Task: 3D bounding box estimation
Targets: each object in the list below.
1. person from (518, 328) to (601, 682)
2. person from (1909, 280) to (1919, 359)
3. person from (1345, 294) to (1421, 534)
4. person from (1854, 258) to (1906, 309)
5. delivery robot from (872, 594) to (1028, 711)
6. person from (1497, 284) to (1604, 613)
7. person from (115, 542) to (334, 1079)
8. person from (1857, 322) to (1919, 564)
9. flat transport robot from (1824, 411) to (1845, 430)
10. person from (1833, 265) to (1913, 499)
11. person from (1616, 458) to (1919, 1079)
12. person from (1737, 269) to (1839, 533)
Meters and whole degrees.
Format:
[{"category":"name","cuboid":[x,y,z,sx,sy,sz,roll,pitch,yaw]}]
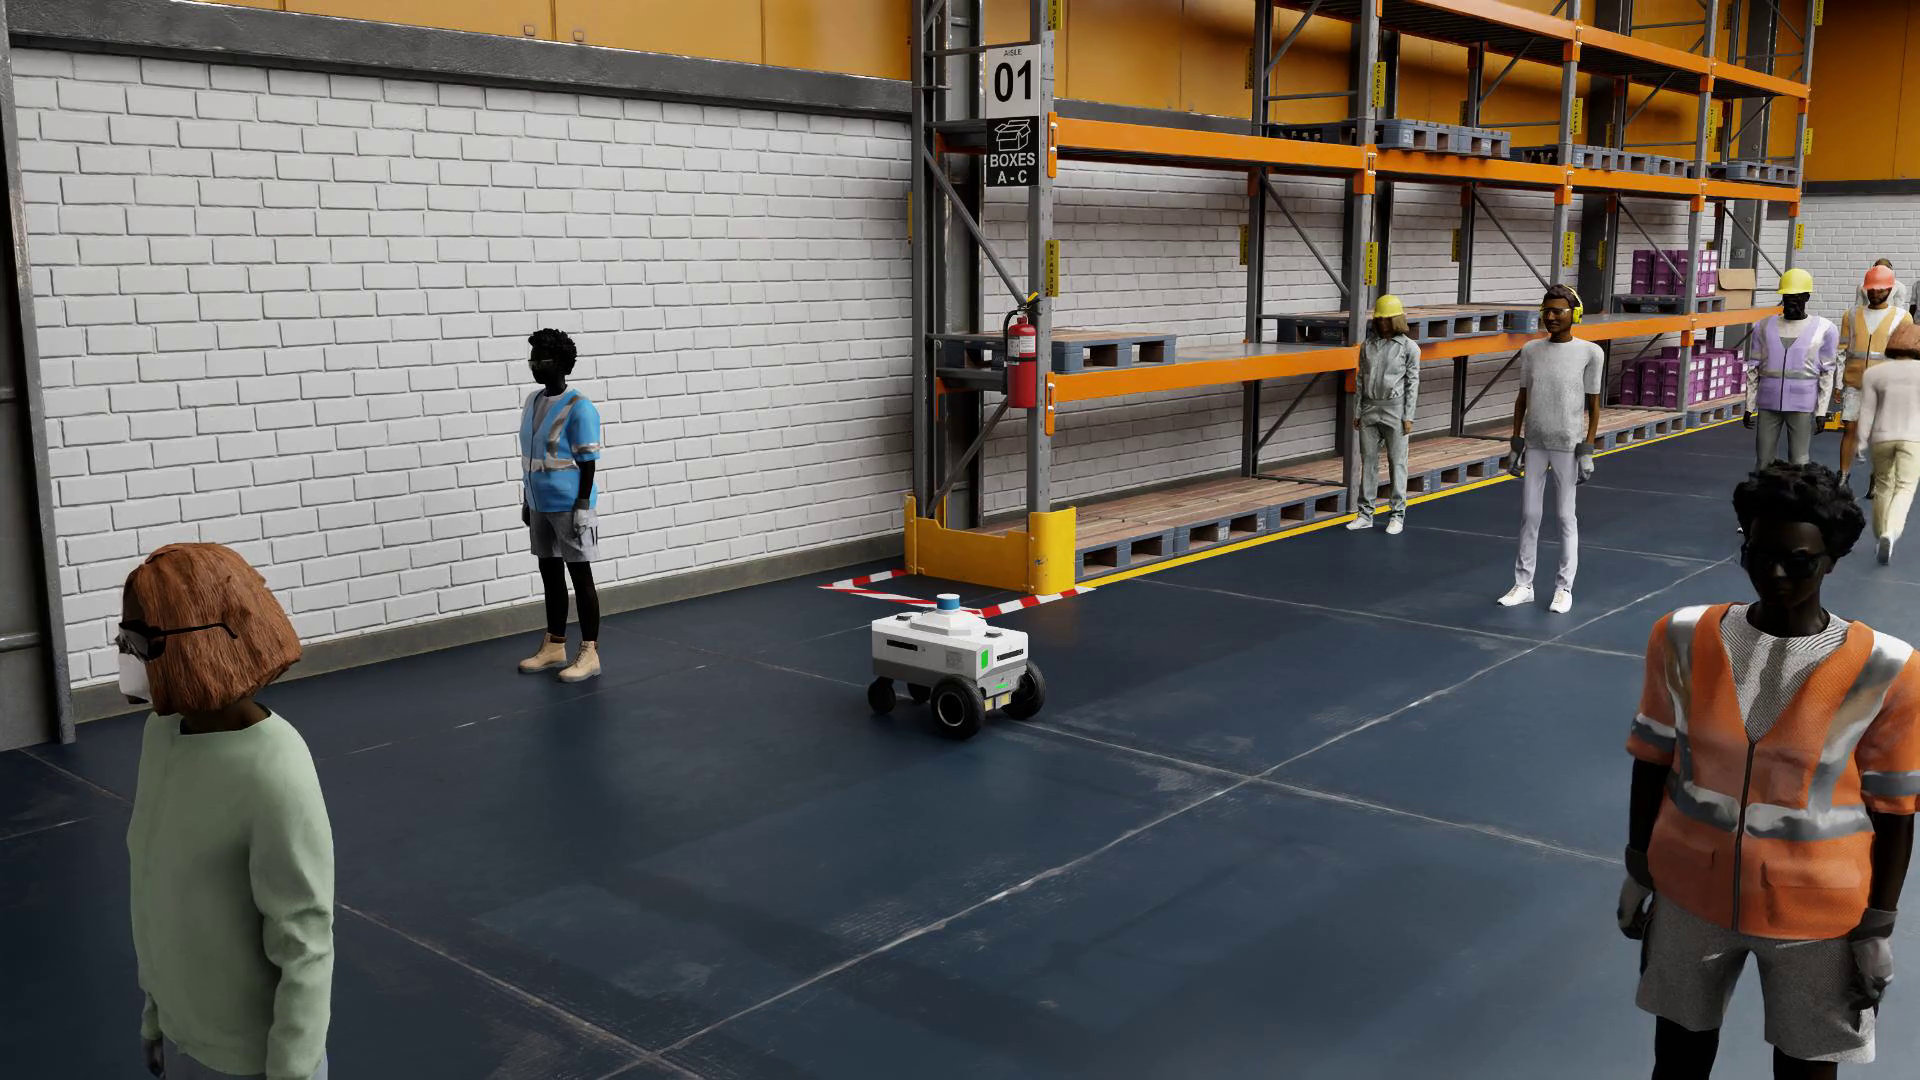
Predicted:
[{"category":"person","cuboid":[-1.937,-0.169,8.021,0.533,1.697,0.318,8,13,39]},{"category":"person","cuboid":[14.242,-3.183,24.419,0.604,1.965,0.367,8,13,39]},{"category":"person","cuboid":[3.094,-0.916,12.148,0.486,1.742,0.300,8,13,39]},{"category":"person","cuboid":[12.554,-2.882,22.784,0.631,1.939,0.372,8,13,39]},{"category":"delivery robot","cuboid":[-0.053,0.480,7.311,0.707,0.478,0.477,8,13,40]},{"category":"person","cuboid":[3.387,-0.522,9.538,0.509,1.872,0.328,8,13,39]},{"category":"person","cuboid":[-1.155,0.808,2.638,0.498,1.633,0.285,8,13,39]},{"category":"person","cuboid":[6.218,-0.651,11.056,0.480,1.592,0.799,8,13,38]},{"category":"flat transport robot","cuboid":[10.501,-1.330,18.688,1.431,0.197,0.652,8,13,40]},{"category":"person","cuboid":[7.553,-1.306,13.816,0.544,1.936,0.359,8,13,39]},{"category":"person","cuboid":[1.507,0.687,3.145,0.533,1.698,0.318,8,13,39]},{"category":"person","cuboid":[5.949,-0.978,11.969,0.587,1.928,0.363,8,13,39]}]
